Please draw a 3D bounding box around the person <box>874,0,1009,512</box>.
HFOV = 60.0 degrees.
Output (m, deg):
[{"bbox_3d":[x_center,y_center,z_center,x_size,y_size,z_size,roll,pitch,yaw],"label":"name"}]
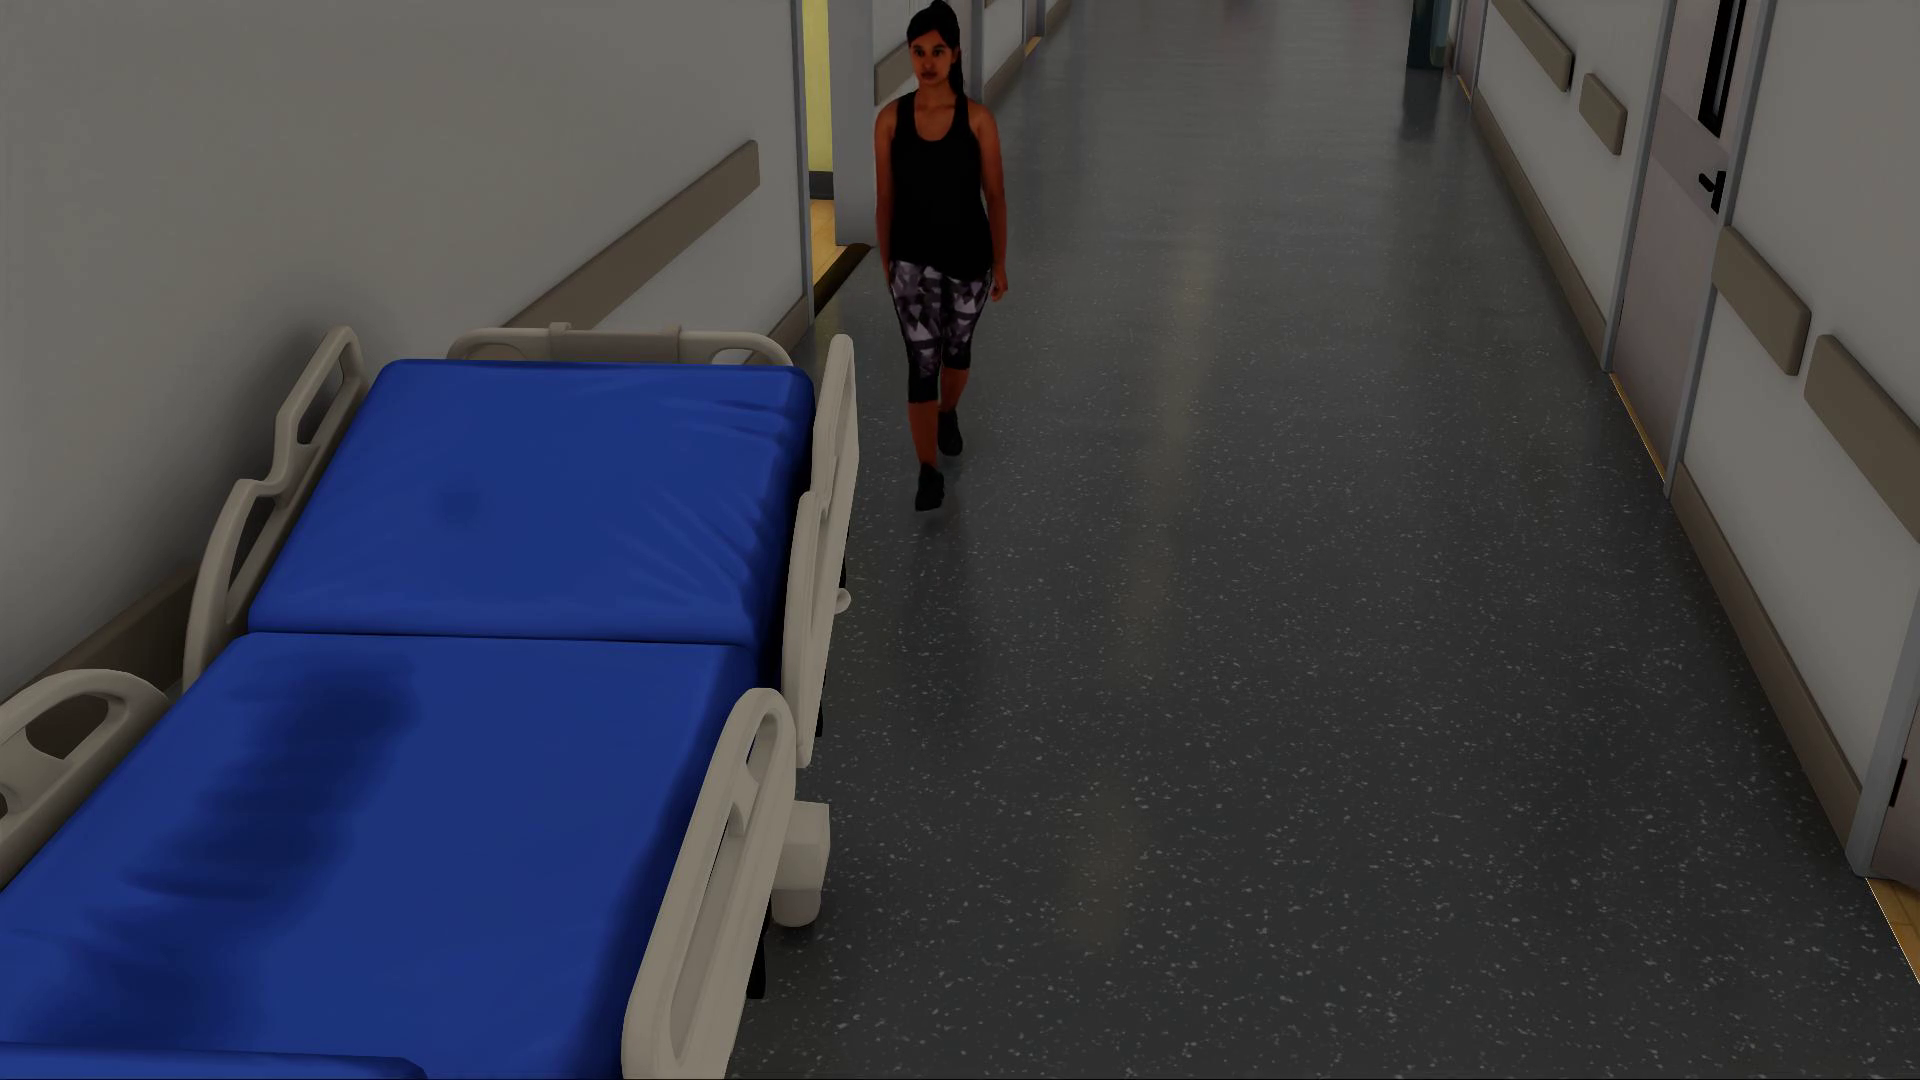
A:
[{"bbox_3d":[-0.053,-0.981,5.723,1.045,1.626,0.796,0,26,-1],"label":"person"}]
